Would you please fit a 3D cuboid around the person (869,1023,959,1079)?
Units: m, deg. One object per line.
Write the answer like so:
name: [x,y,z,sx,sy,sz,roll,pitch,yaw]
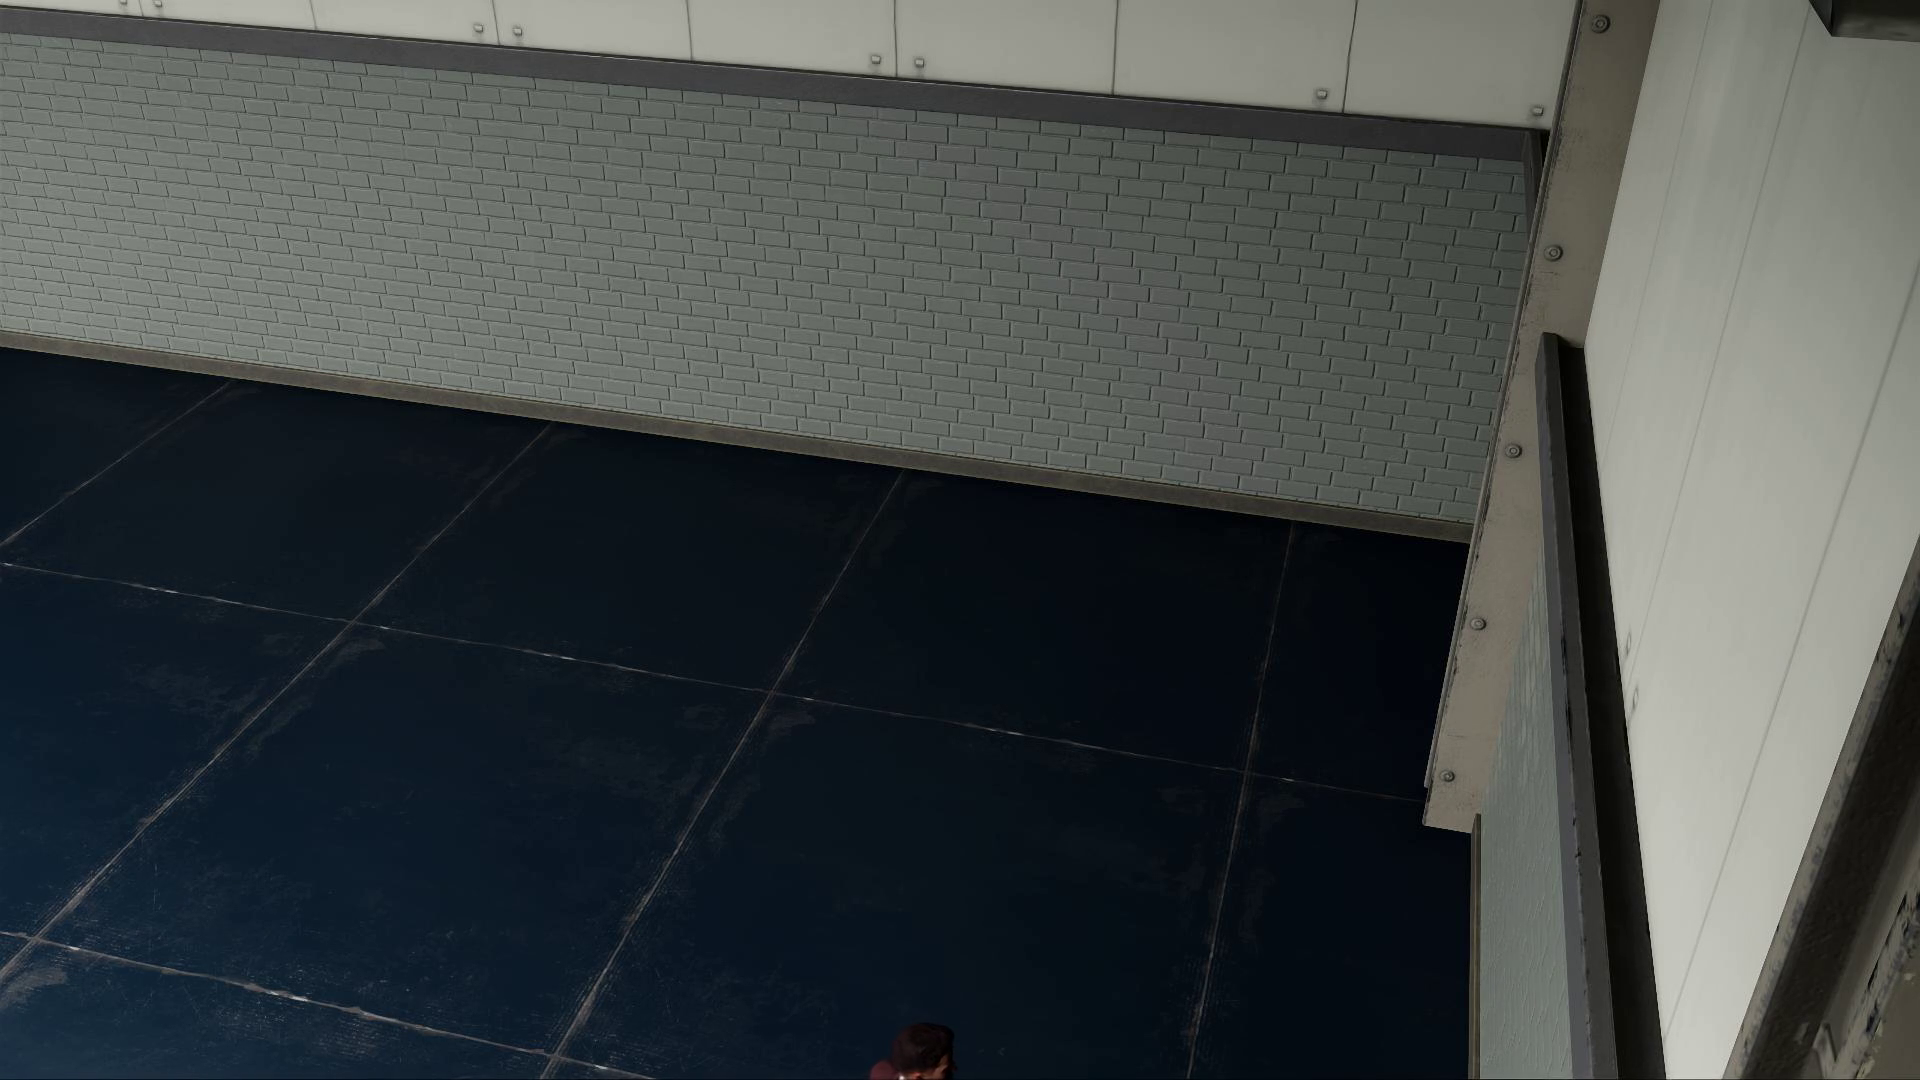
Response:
person: [-0.166,2.527,6.314,0.841,1.863,0.754,-13,34,-19]
